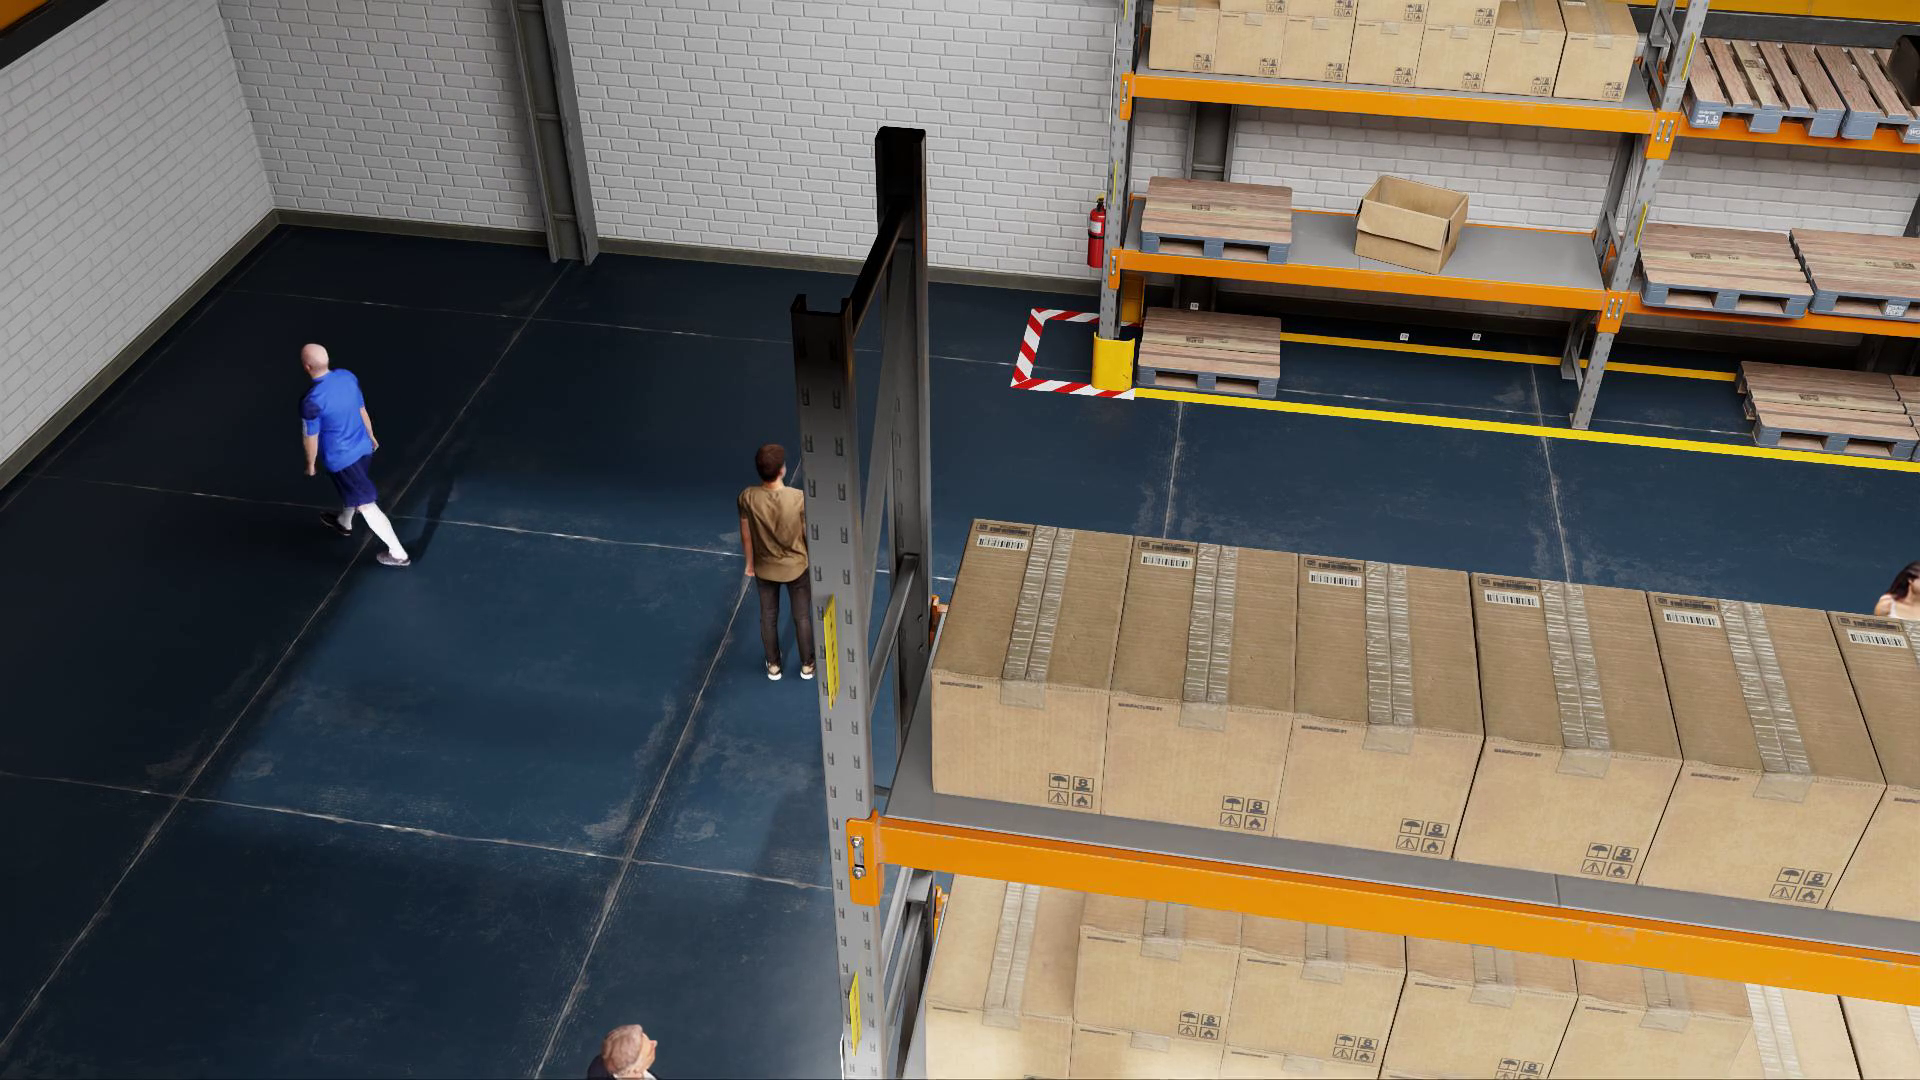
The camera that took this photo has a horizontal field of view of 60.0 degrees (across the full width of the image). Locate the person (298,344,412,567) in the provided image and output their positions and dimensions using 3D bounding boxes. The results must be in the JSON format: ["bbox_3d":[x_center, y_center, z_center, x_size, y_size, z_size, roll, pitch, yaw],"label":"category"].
[{"bbox_3d":[-4.363,-0.575,12.010,1.197,1.793,0.813,13,40,16],"label":"person"}]

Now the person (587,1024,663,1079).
[{"bbox_3d":[-1.468,2.835,7.723,0.843,1.815,0.761,-27,46,-30],"label":"person"}]

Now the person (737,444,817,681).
[{"bbox_3d":[-1.191,0.159,11.046,0.532,1.849,0.742,2,39,2],"label":"person"}]
